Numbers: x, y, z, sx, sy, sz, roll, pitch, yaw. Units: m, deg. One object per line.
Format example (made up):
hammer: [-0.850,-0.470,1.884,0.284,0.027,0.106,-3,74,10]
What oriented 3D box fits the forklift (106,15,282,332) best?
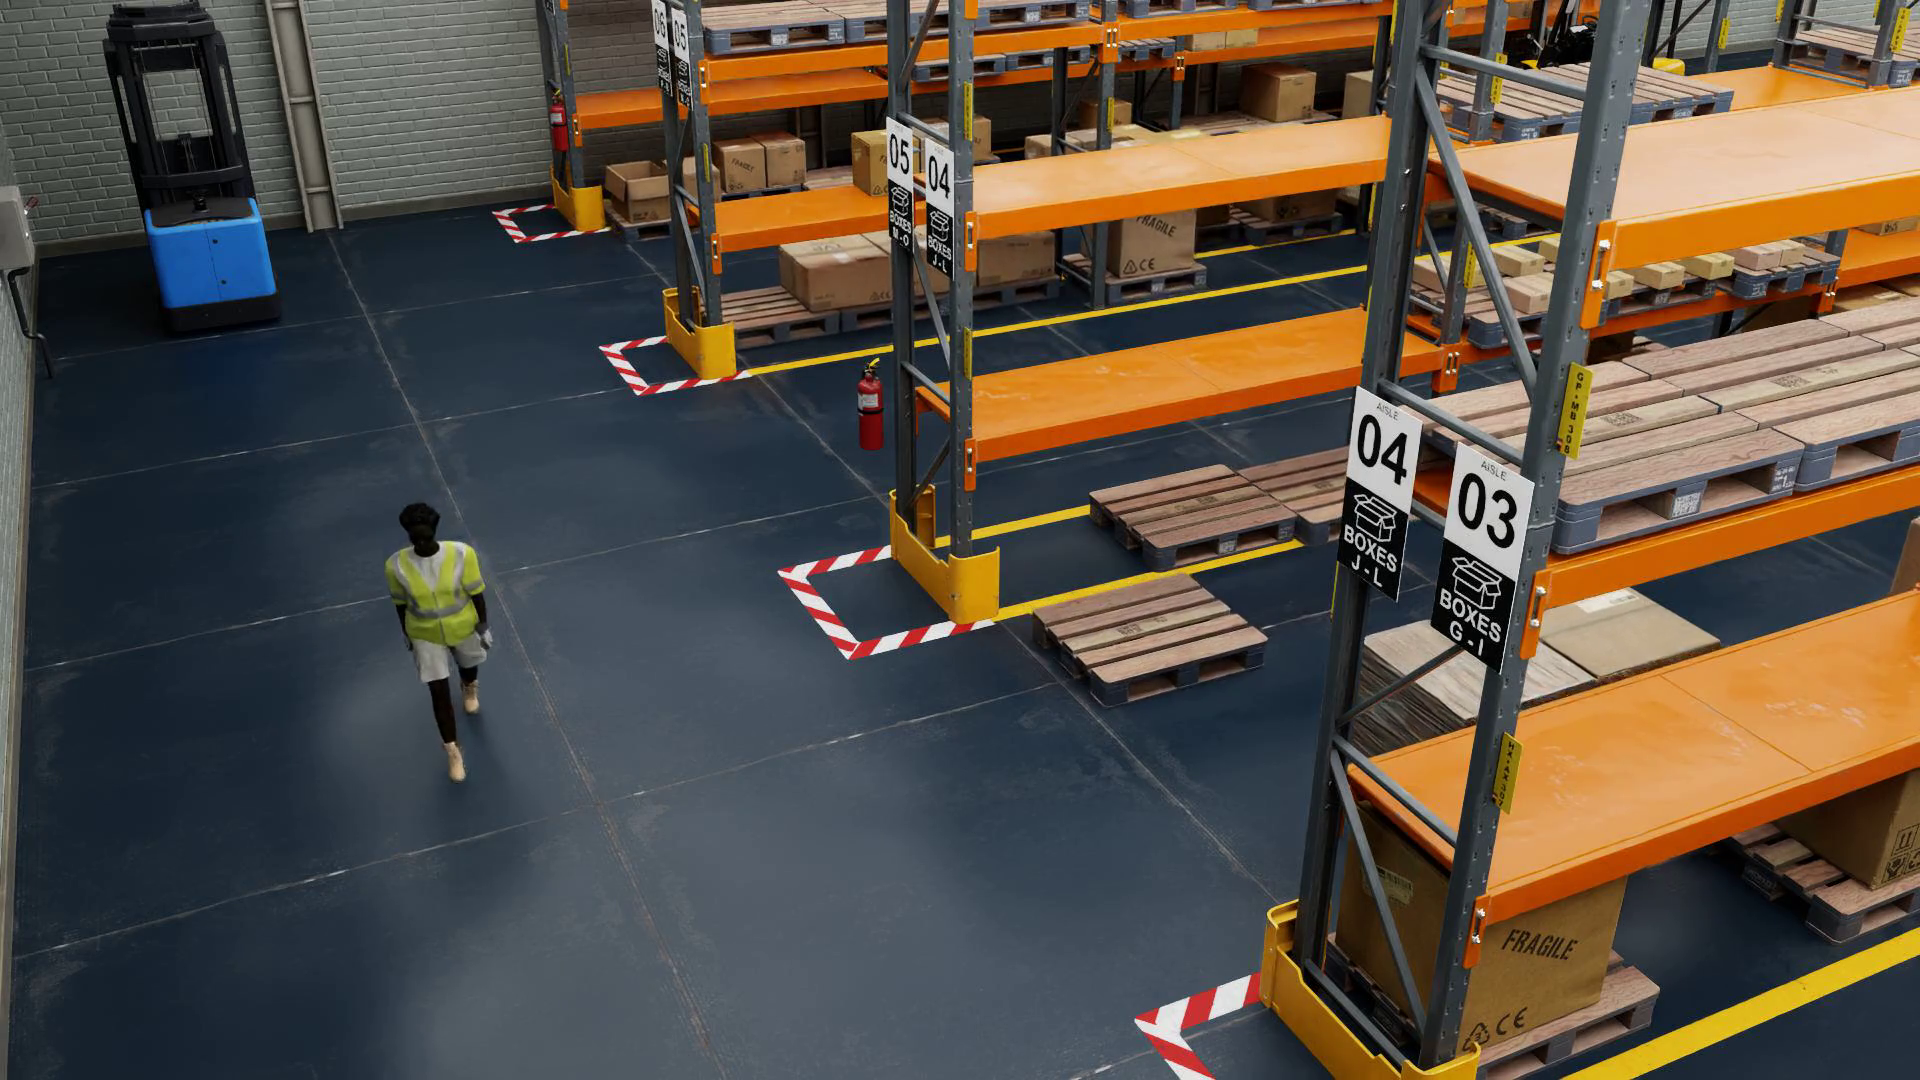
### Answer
forklift: [-7.548,-3.672,16.323,1.129,2.768,1.873,-12,30,-22]

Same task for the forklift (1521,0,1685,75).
forklift: [8.950,-6.807,23.056,1.214,2.155,2.313,-12,30,-22]

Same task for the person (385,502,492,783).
person: [-3.006,0.487,9.673,0.526,1.657,0.841,-8,29,-16]
